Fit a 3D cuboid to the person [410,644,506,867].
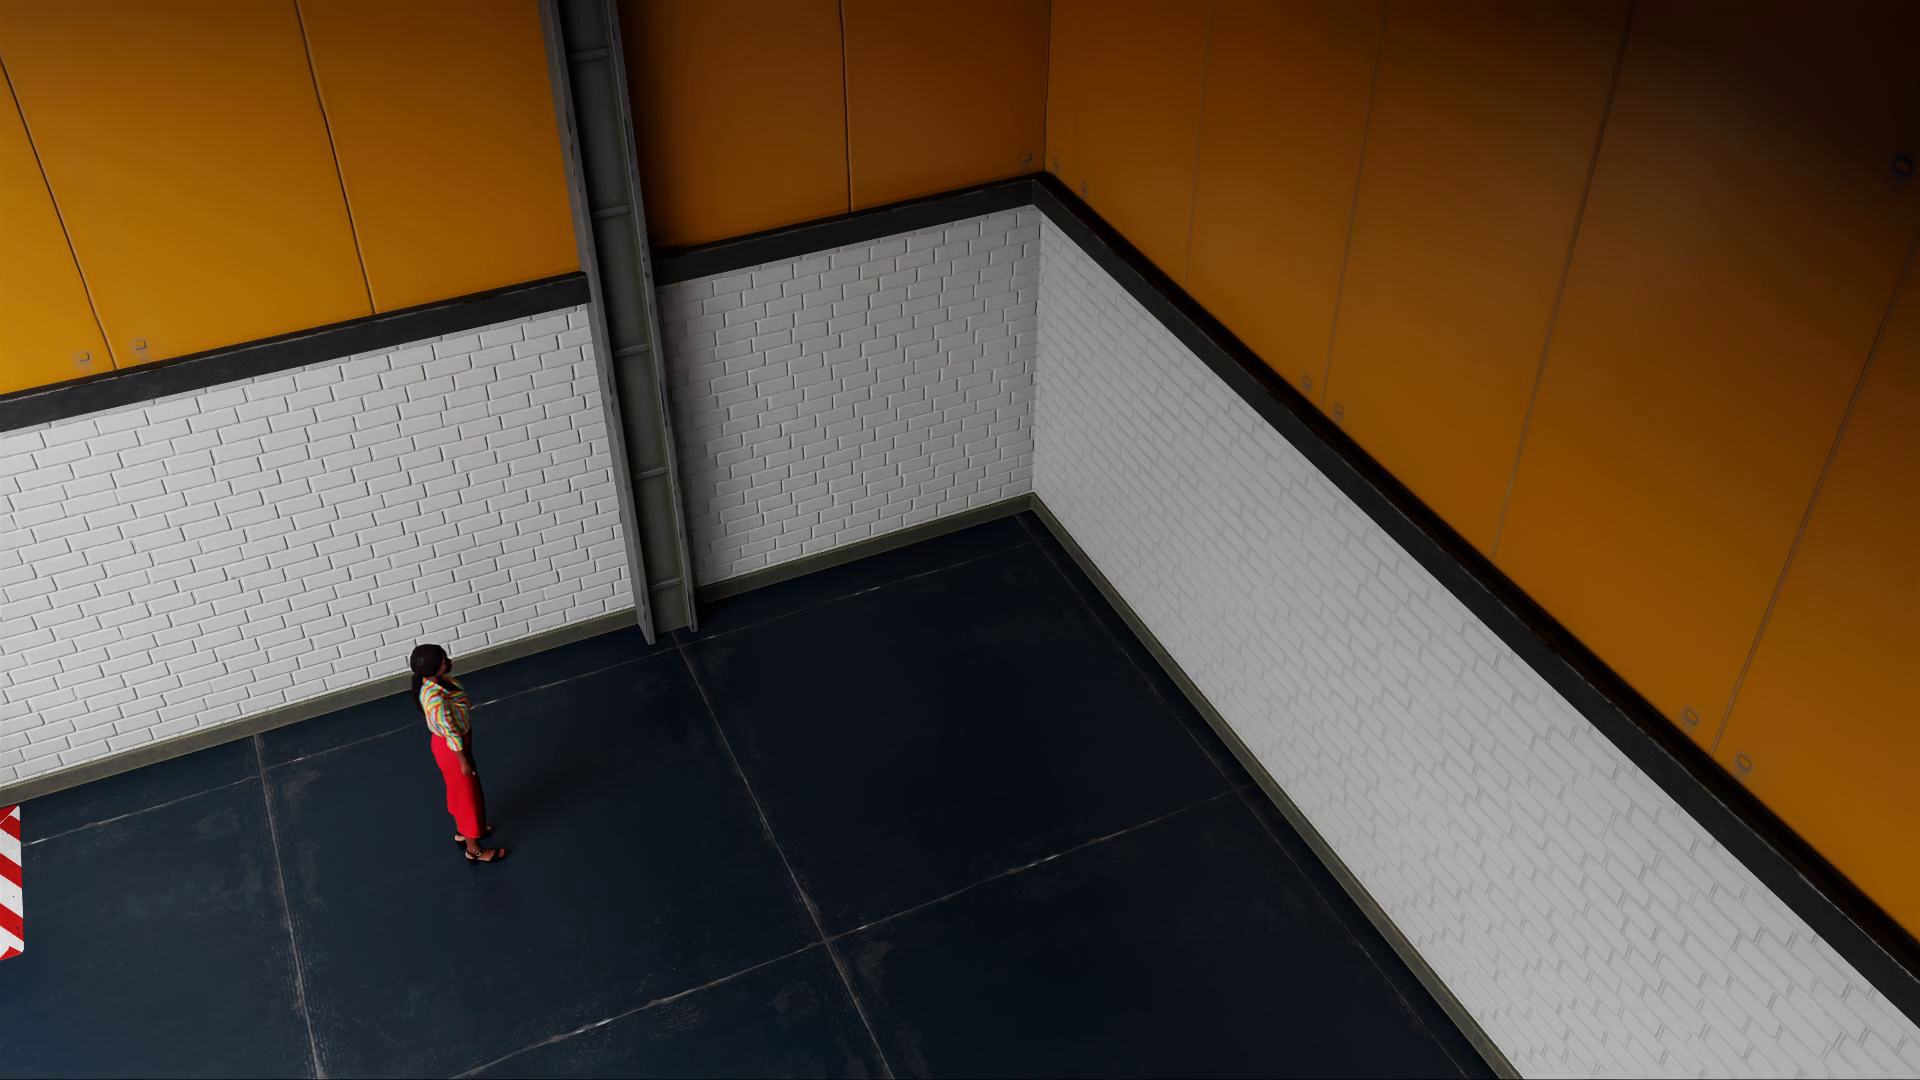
[{"bbox_3d":[-3.153,1.331,10.362,0.556,1.794,0.611,-21,43,-24],"label":"person"}]
